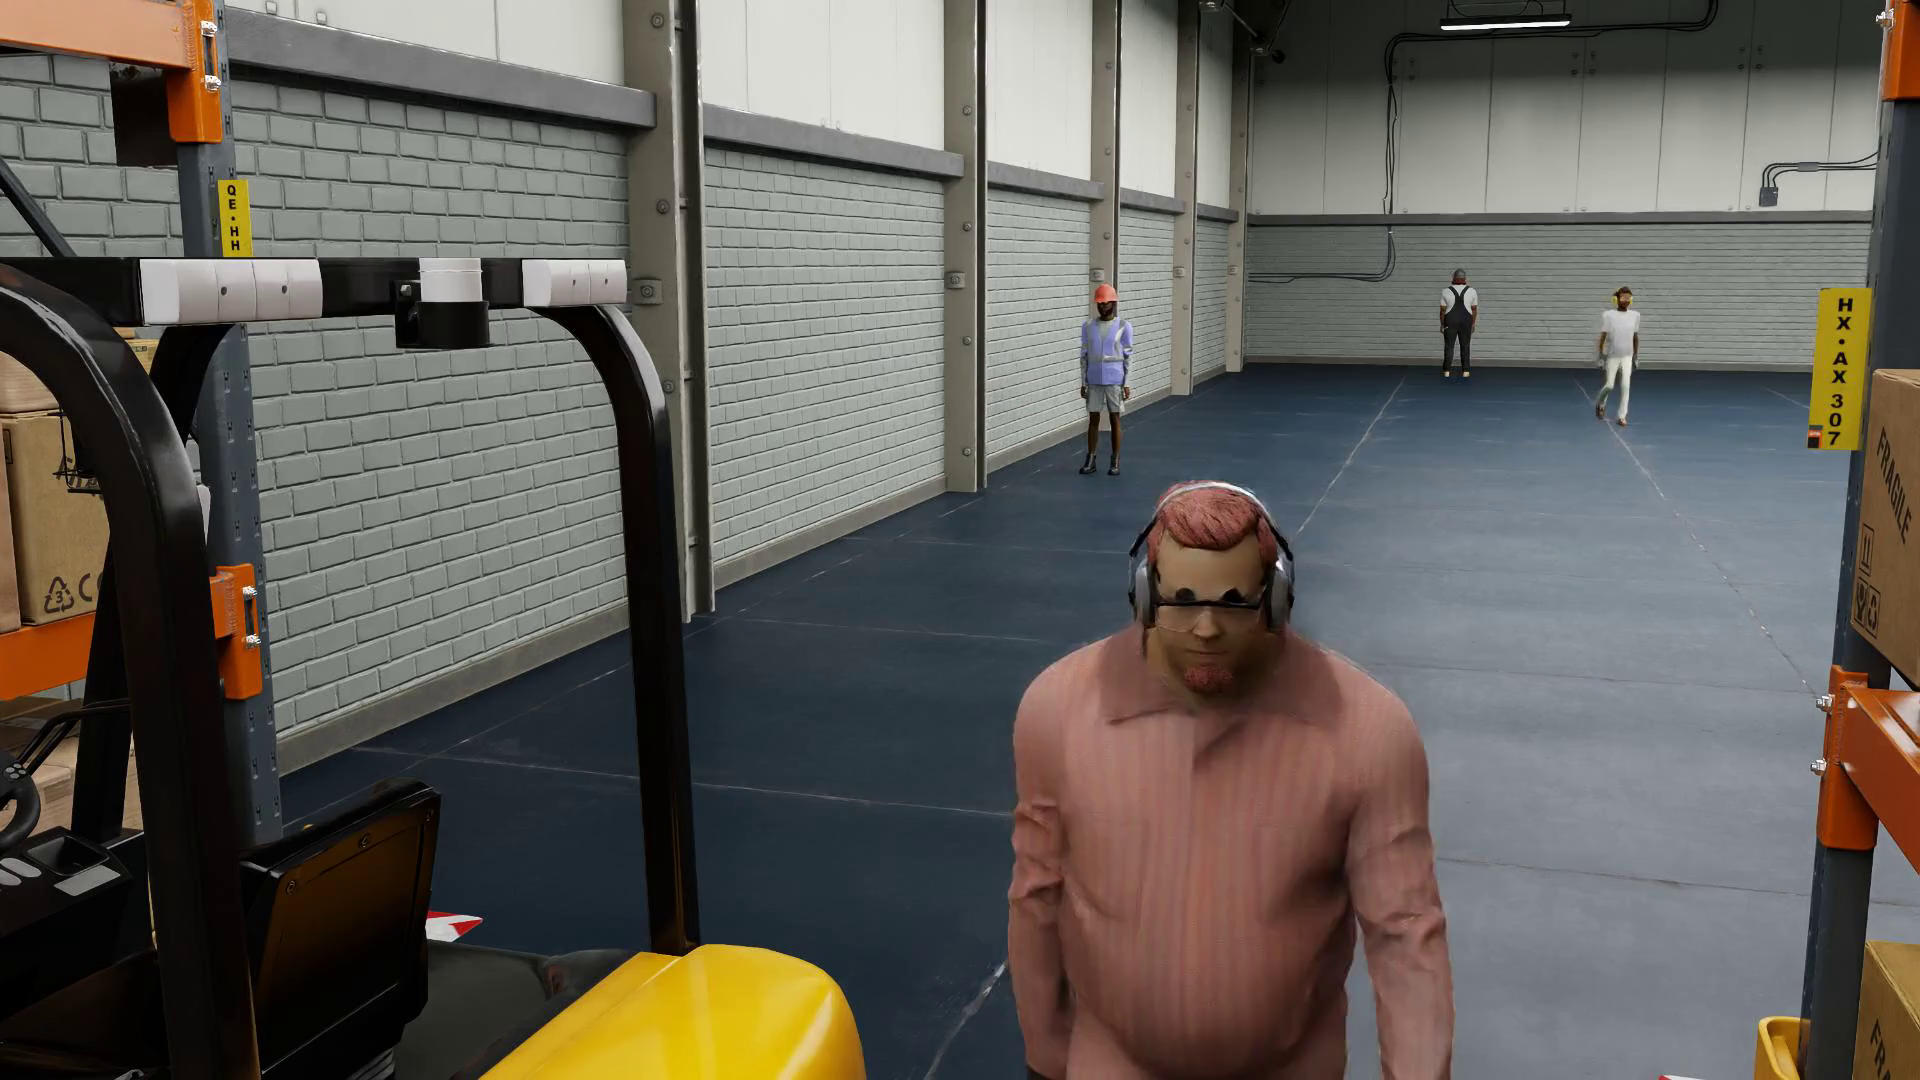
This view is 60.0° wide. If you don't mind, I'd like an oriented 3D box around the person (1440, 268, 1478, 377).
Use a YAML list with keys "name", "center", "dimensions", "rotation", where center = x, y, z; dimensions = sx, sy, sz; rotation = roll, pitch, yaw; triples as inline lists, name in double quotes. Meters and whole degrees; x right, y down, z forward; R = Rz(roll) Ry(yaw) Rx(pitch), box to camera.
- name: "person"
  center: [9.361, -4.092, 31.306]
  dimensions: [0.683, 2.000, 0.538]
  rotation: [2, 10, 12]

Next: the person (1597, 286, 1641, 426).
- name: "person"
  center: [8.744, -2.444, 22.097]
  dimensions: [0.523, 1.853, 0.698]
  rotation: [1, 10, 5]

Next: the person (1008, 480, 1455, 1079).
- name: "person"
  center: [0.390, 0.833, 2.531]
  dimensions: [0.671, 1.845, 0.988]
  rotation: [1, 10, 8]

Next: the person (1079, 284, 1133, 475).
- name: "person"
  center: [1.476, -1.622, 16.904]
  dimensions: [0.546, 1.939, 0.375]
  rotation: [4, 10, 21]
